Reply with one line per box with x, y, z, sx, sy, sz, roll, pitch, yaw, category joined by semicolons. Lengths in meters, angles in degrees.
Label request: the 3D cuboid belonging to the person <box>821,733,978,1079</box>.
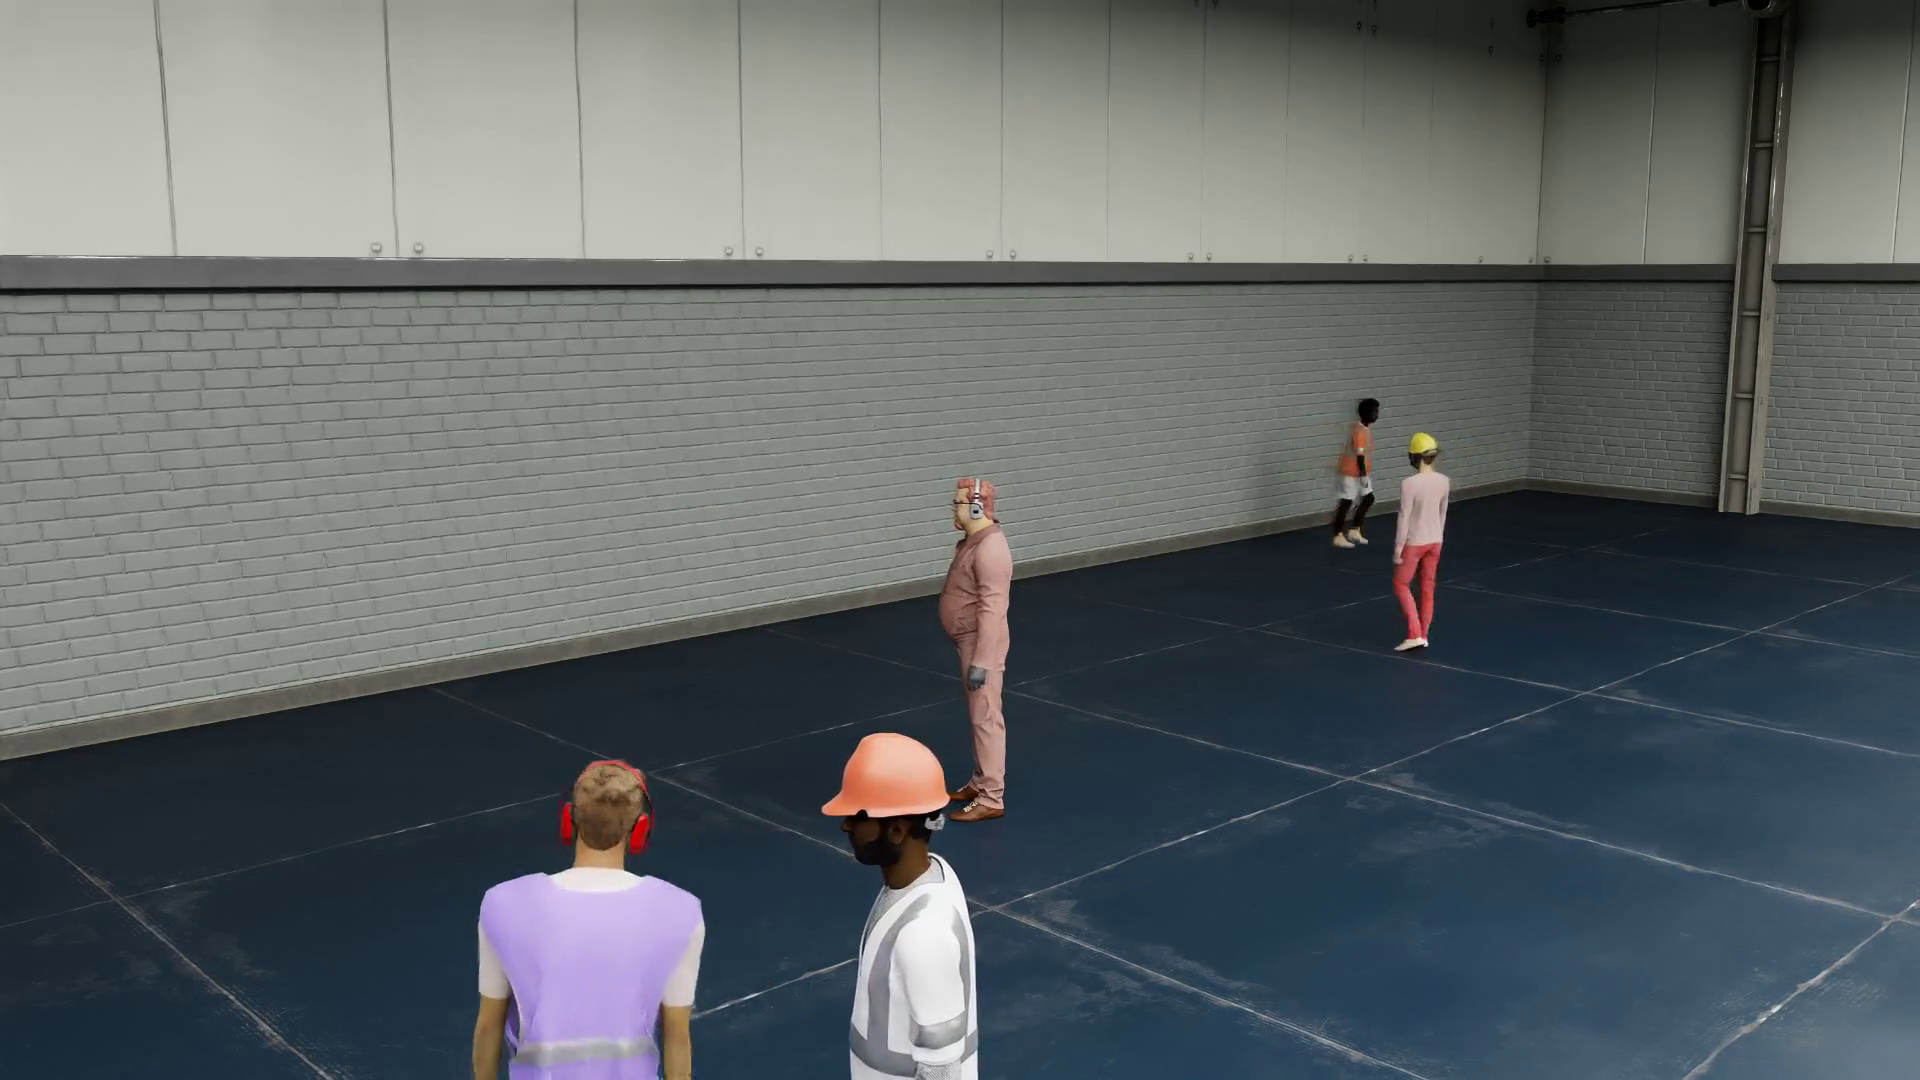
-0.144;1.418;4.091;0.373;1.934;0.551;-1;9;-5;person

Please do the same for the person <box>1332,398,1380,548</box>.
4.325;-0.722;18.207;0.513;1.664;0.525;4;10;25;person

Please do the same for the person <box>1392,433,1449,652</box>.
3.667;0.020;13.306;0.540;1.766;0.350;-5;10;-29;person

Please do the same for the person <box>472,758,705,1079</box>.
-0.921;1.470;4.172;0.599;1.806;0.811;-3;10;-18;person

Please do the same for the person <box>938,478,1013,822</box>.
0.081;0.602;9.245;0.406;1.911;0.636;0;9;-3;person
